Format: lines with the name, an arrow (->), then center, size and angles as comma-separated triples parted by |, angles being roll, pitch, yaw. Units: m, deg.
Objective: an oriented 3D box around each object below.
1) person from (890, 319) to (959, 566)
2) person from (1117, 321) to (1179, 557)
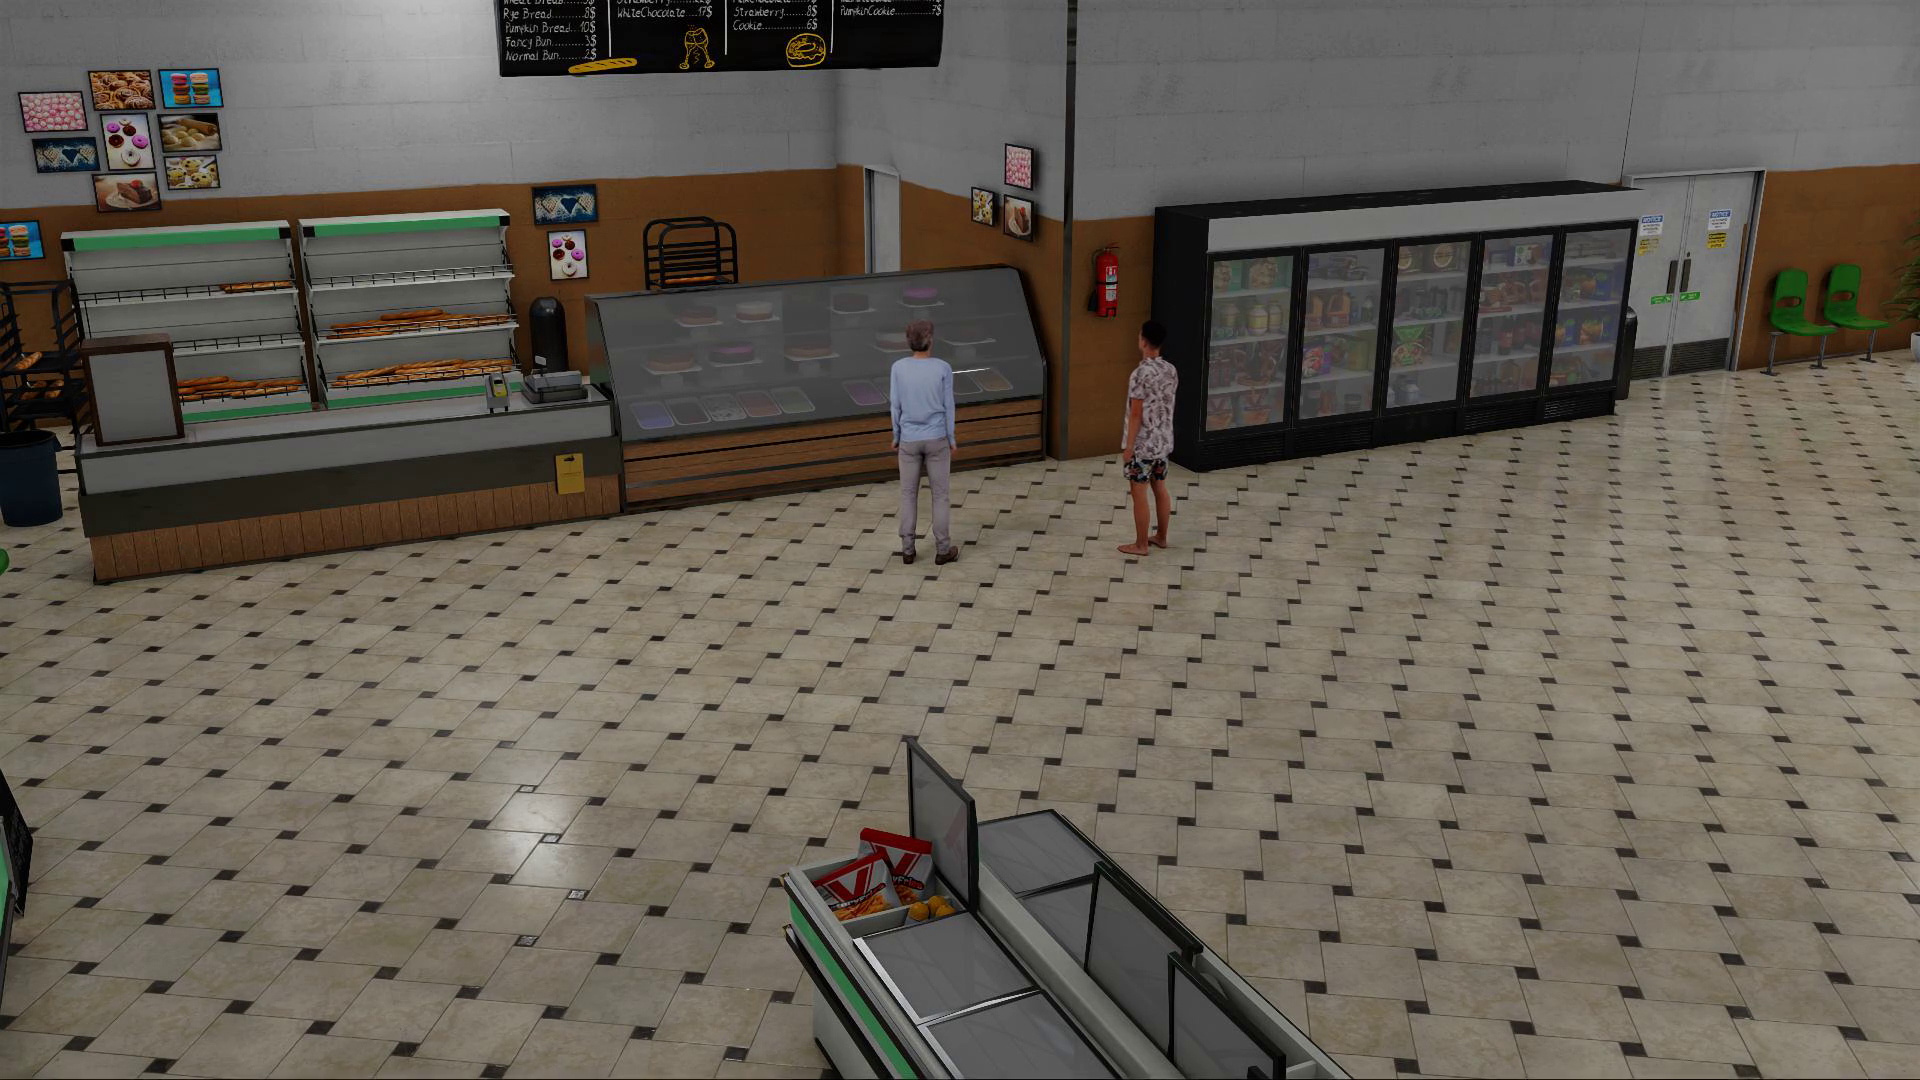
person -> -0.273, -0.744, 12.617 | 0.753, 1.894, 0.775 | 3, 19, 9
person -> 1.468, -0.786, 12.867 | 0.738, 1.815, 0.675 | -17, 25, -41
